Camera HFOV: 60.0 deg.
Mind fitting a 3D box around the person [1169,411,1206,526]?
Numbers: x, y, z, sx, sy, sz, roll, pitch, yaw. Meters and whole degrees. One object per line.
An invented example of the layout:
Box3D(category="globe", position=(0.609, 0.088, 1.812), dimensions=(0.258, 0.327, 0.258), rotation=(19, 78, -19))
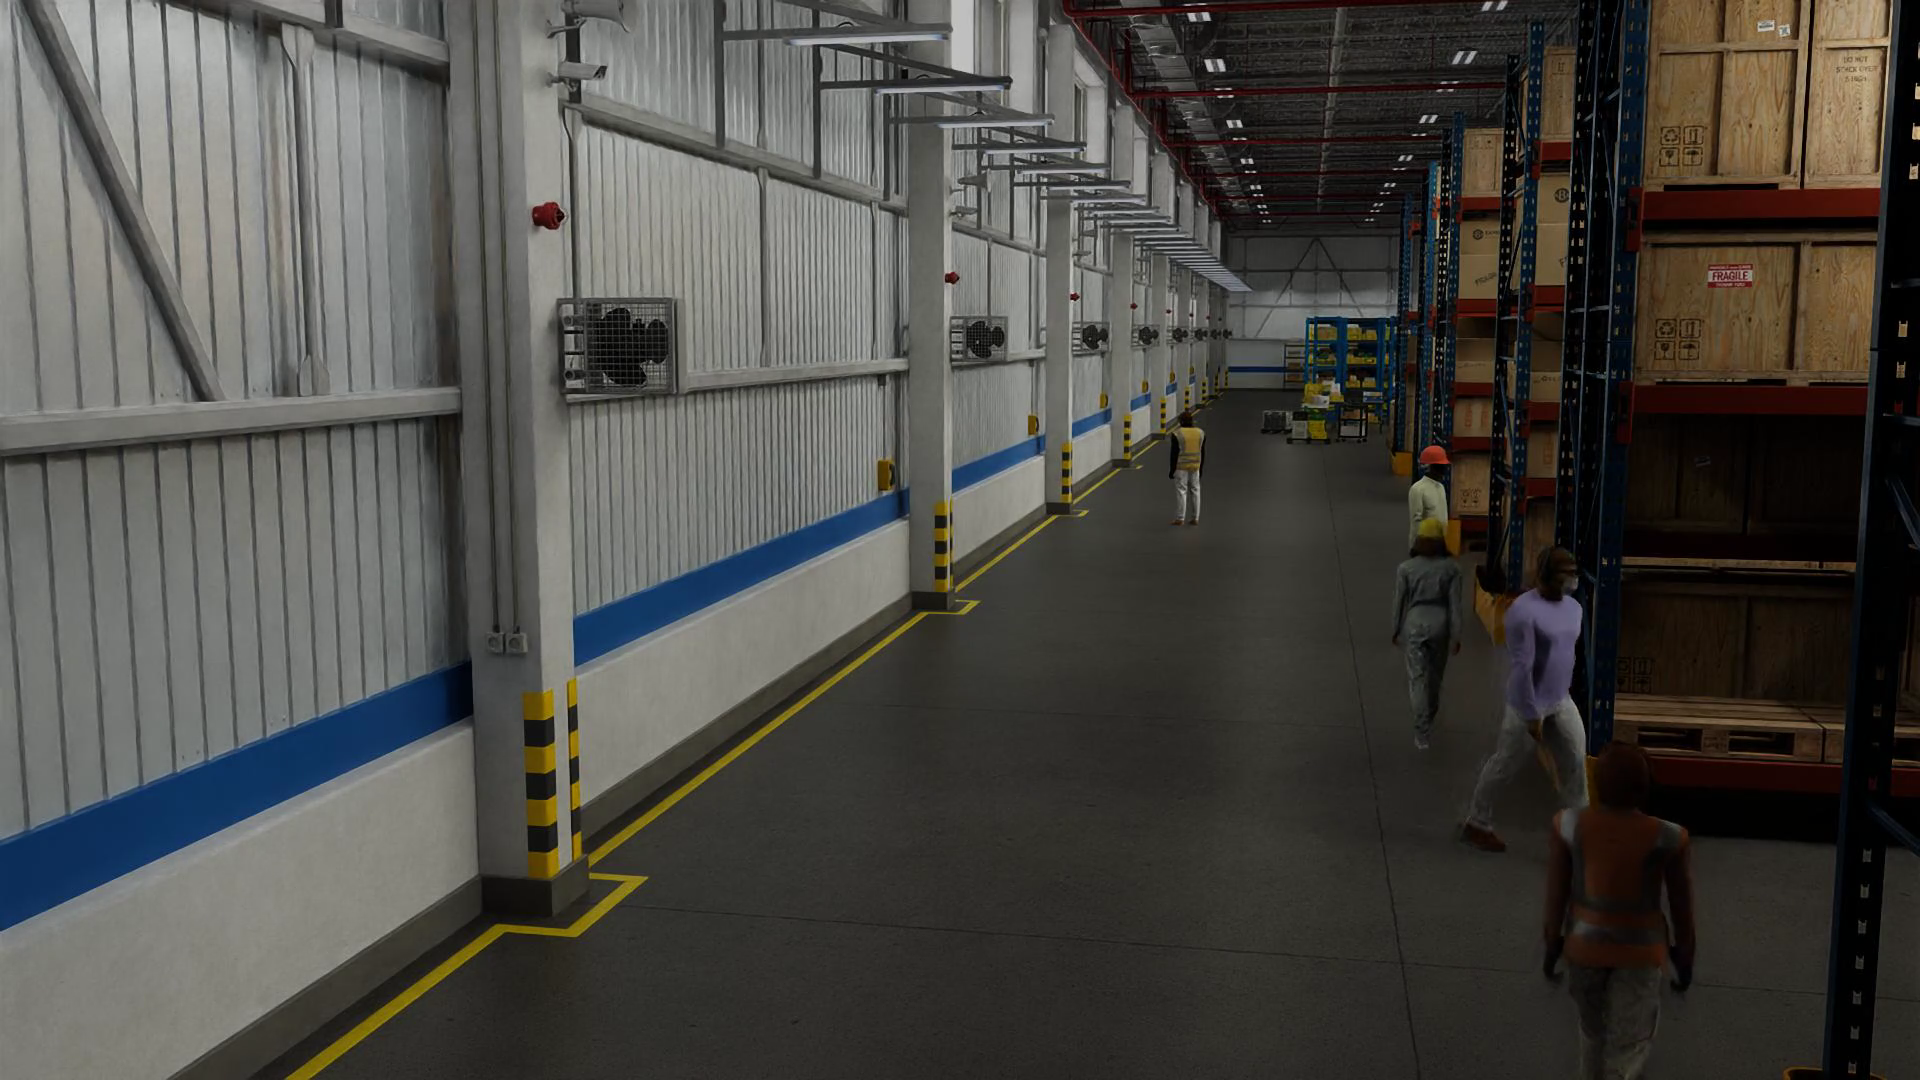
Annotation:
Box3D(category="person", position=(3.623, -1.141, 26.651), dimensions=(0.621, 1.845, 0.429), rotation=(-3, 8, -22))

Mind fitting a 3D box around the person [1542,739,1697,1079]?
Box3D(category="person", position=(2.414, 1.539, 6.131), dimensions=(0.525, 1.605, 0.822), rotation=(4, 8, 29))

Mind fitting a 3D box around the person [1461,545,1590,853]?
Box3D(category="person", position=(3.382, 0.964, 9.664), dimensions=(0.637, 1.889, 1.040), rotation=(-4, 8, -30))

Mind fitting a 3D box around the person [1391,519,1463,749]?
Box3D(category="person", position=(3.529, 0.681, 12.610), dimensions=(0.505, 1.687, 0.889), rotation=(1, 7, 9))

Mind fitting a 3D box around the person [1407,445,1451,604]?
Box3D(category="person", position=(4.621, 0.065, 16.388), dimensions=(0.377, 1.995, 0.608), rotation=(6, 9, 39))
